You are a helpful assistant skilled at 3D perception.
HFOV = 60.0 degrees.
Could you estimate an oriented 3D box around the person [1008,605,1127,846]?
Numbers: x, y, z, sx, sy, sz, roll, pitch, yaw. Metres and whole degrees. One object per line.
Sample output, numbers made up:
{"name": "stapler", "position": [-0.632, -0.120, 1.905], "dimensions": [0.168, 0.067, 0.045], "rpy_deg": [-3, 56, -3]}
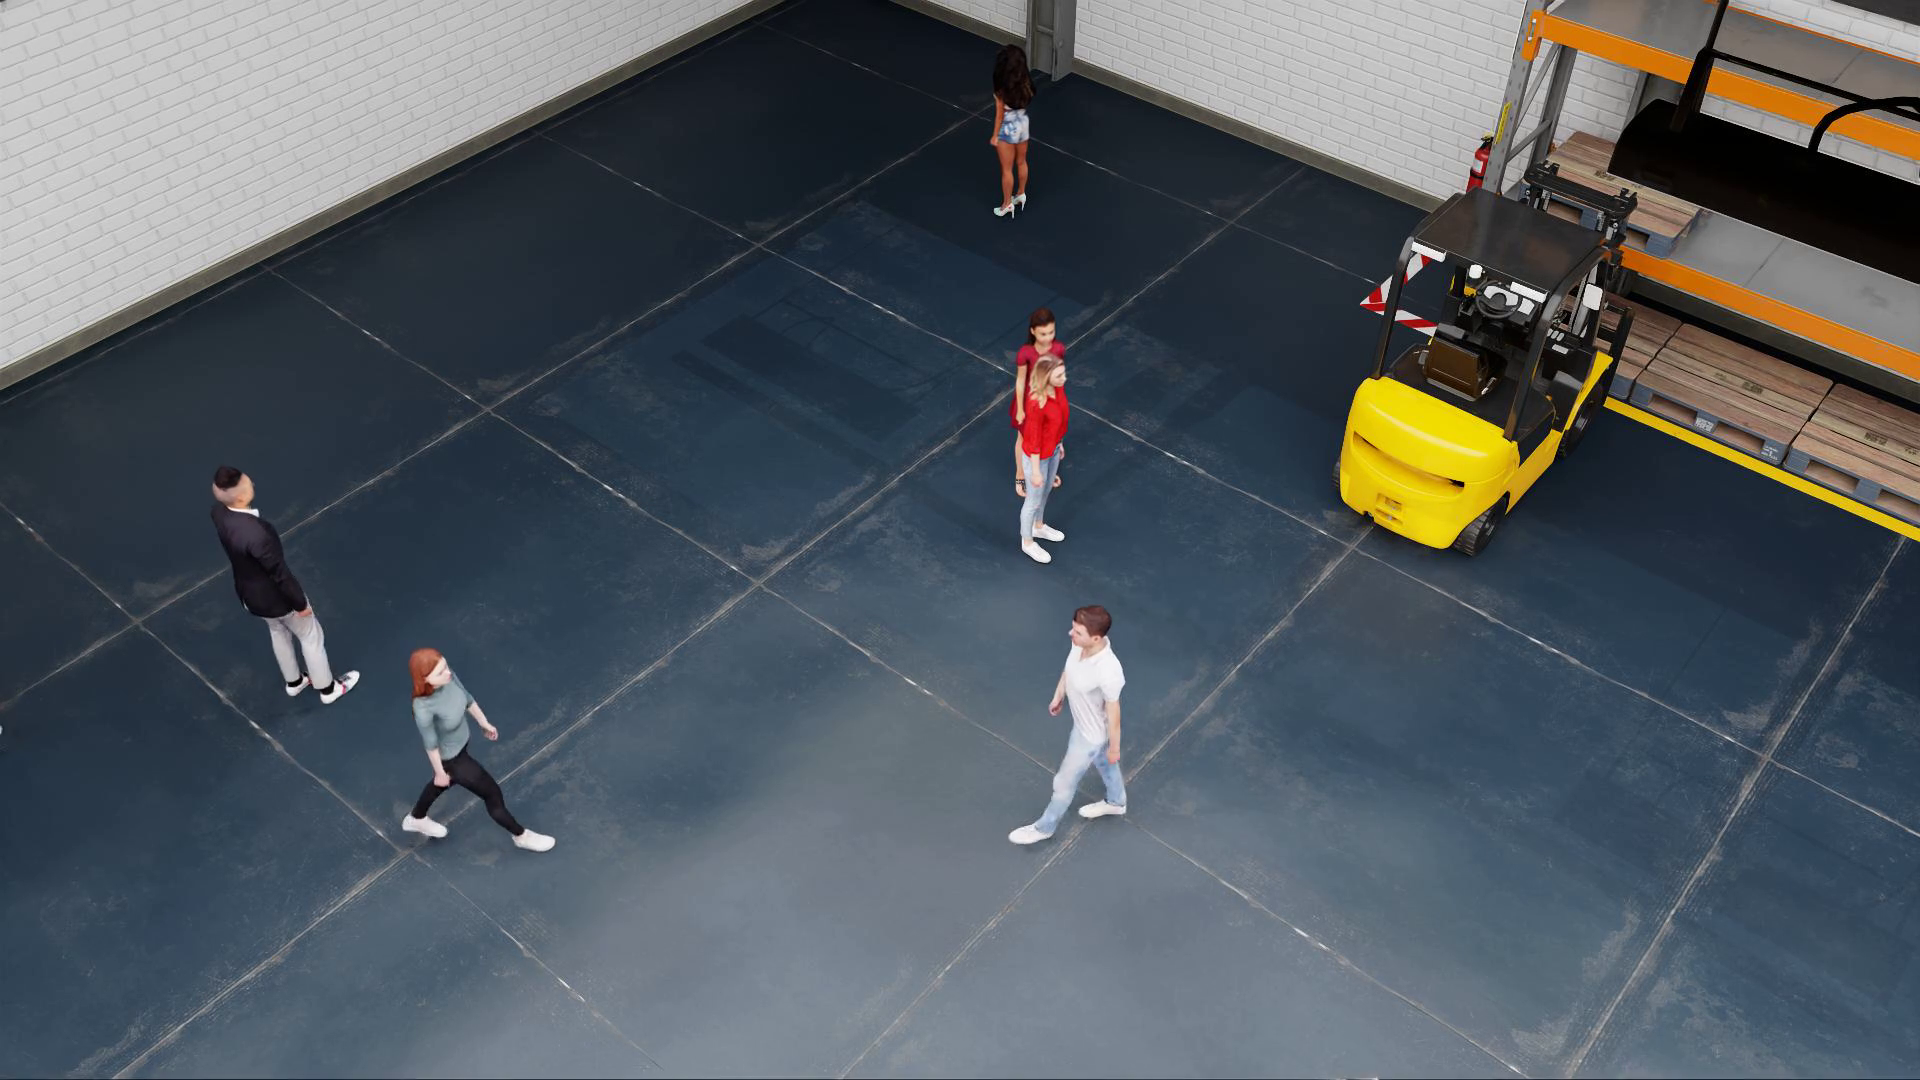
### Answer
{"name": "person", "position": [0.844, 1.040, 9.570], "dimensions": [1.069, 1.816, 1.068], "rpy_deg": [-10, 44, -10]}

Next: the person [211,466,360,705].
{"name": "person", "position": [-4.278, 0.302, 10.248], "dimensions": [0.609, 1.949, 0.794], "rpy_deg": [24, 49, 23]}

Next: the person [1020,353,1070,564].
{"name": "person", "position": [0.564, -0.588, 11.360], "dimensions": [0.588, 1.705, 0.662], "rpy_deg": [19, 47, 19]}

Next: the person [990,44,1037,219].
{"name": "person", "position": [0.453, -3.573, 14.550], "dimensions": [0.537, 1.626, 0.549], "rpy_deg": [31, 52, 28]}

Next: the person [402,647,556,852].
{"name": "person", "position": [-2.957, 1.202, 9.480], "dimensions": [1.195, 1.706, 1.047], "rpy_deg": [2, 44, 2]}

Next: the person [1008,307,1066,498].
{"name": "person", "position": [0.562, -1.012, 11.914], "dimensions": [0.653, 1.553, 0.713], "rpy_deg": [-17, 46, -17]}
